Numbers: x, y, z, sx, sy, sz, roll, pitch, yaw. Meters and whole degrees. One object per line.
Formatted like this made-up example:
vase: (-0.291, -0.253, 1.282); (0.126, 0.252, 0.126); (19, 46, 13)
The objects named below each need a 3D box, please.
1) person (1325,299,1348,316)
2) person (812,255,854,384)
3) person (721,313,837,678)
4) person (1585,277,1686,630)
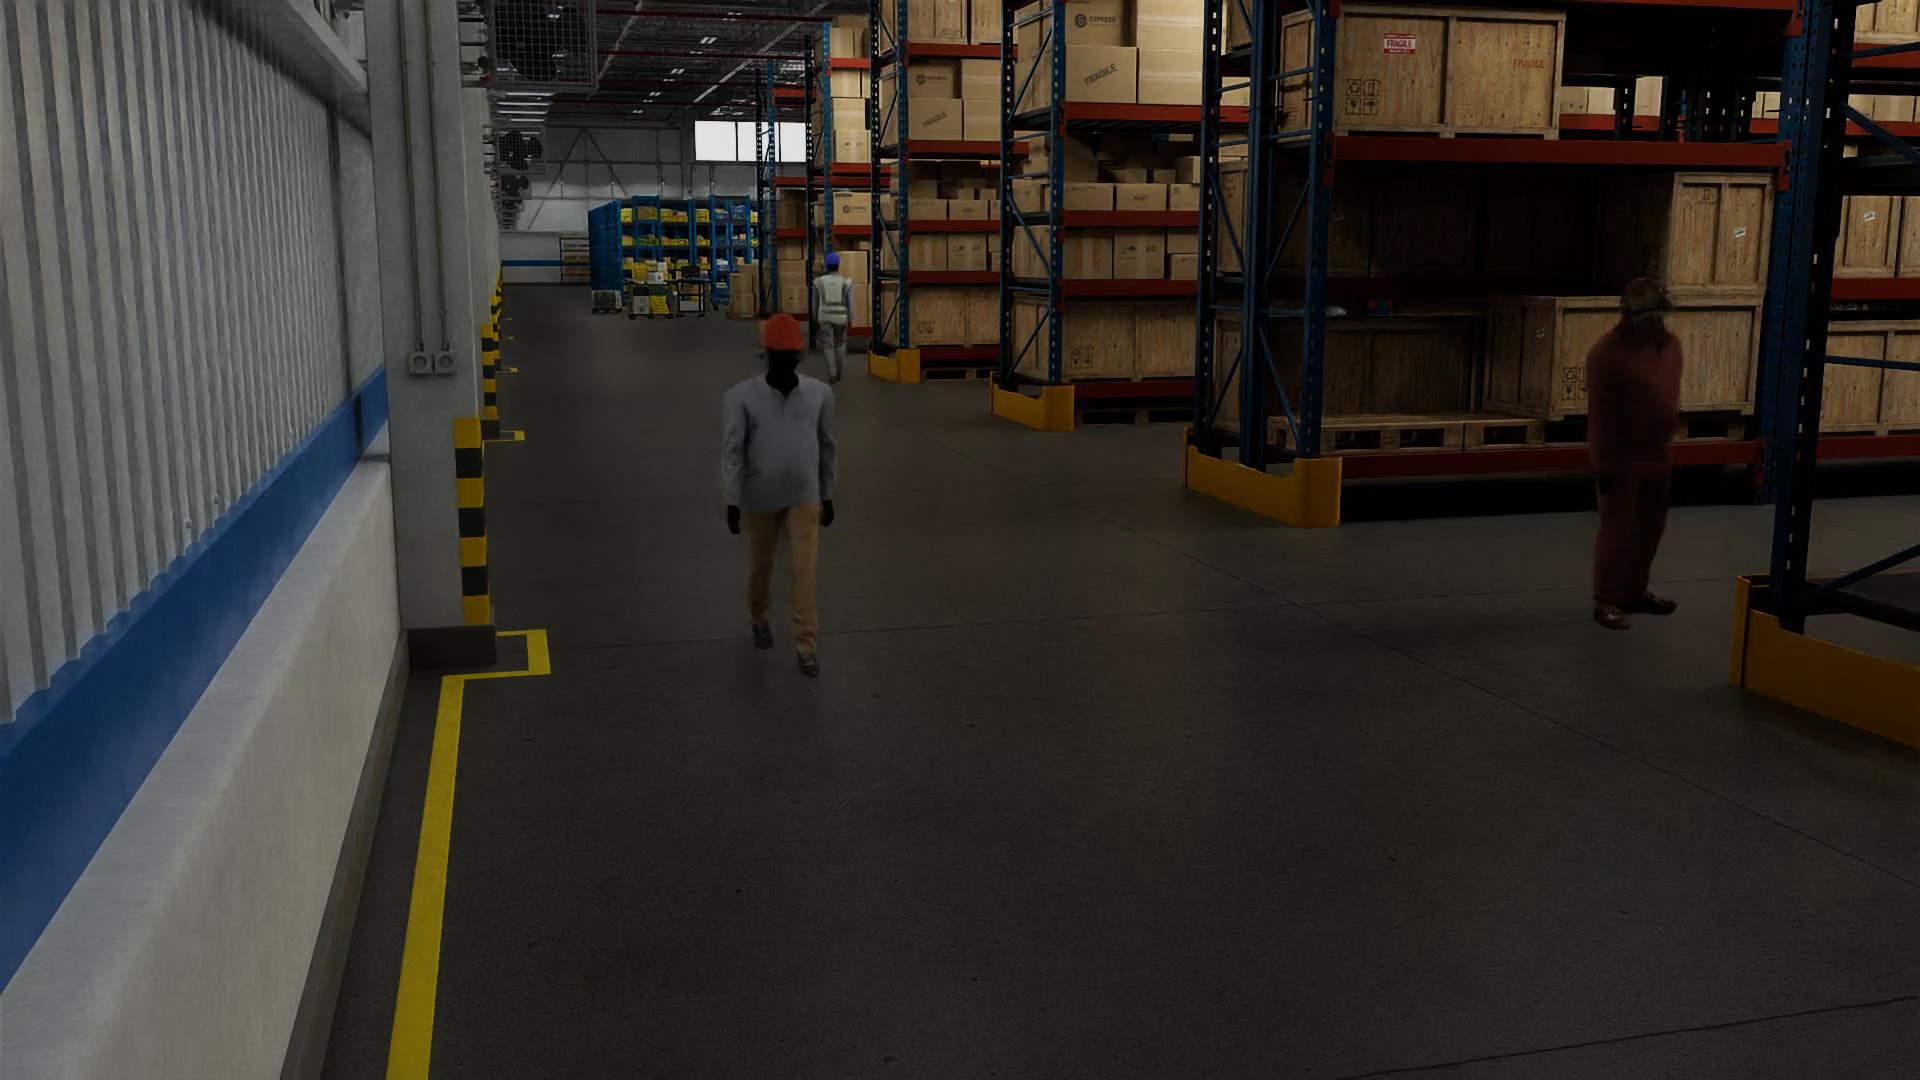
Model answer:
person: (3.761, -1.831, 17.069); (0.875, 1.706, 0.495); (-3, 10, -14)
person: (-1.901, -3.287, 24.760); (0.601, 1.888, 1.008); (-2, 10, -9)
person: (-0.881, -0.249, 8.084); (0.582, 1.716, 0.887); (-3, 11, -18)
person: (3.566, -0.449, 8.801); (0.726, 1.865, 0.475); (-5, 11, -28)
